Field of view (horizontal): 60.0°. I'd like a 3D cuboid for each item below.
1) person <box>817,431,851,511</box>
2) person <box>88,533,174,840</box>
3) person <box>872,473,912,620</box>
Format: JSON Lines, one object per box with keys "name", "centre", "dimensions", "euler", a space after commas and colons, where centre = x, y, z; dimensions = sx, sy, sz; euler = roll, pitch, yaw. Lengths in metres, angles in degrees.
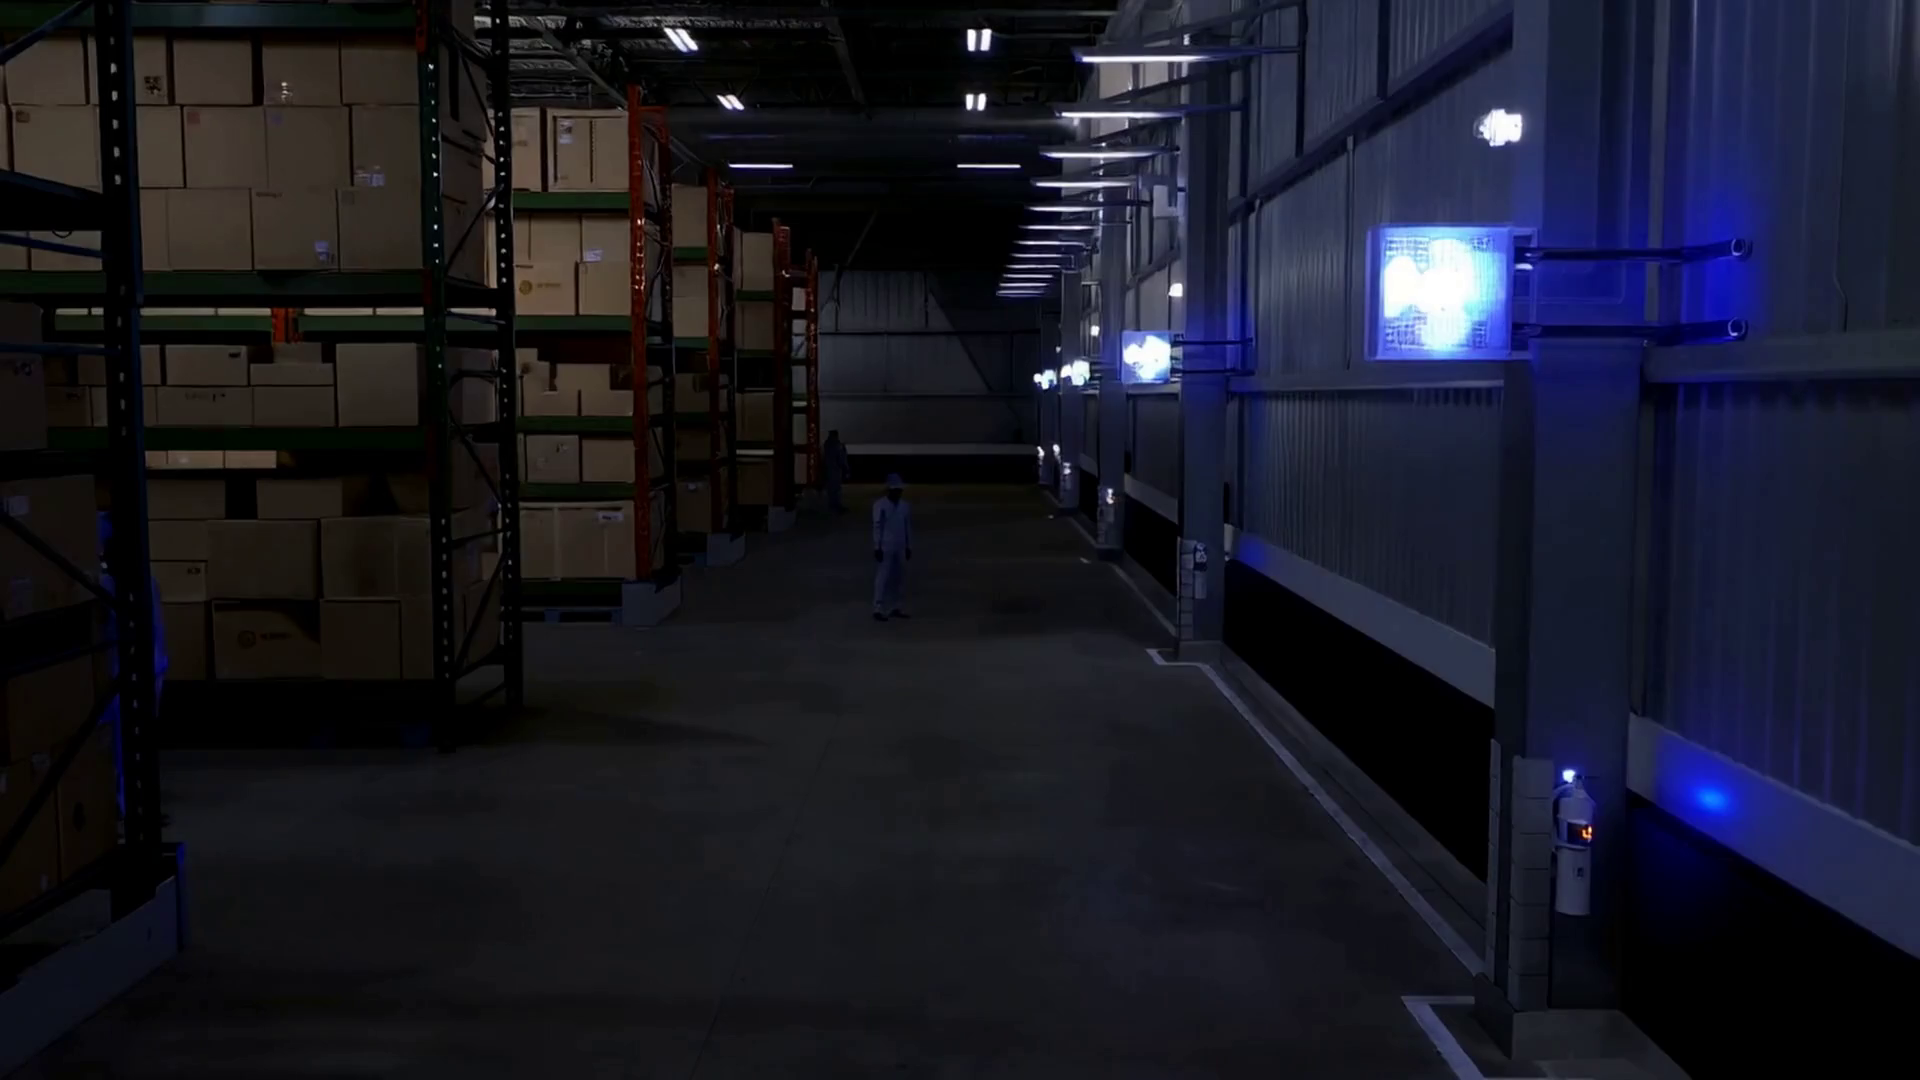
{"name": "person", "centre": [-2.914, -1.602, 38.518], "dimensions": [0.746, 1.845, 0.982], "euler": [1, 5, 7]}
{"name": "person", "centre": [-4.977, 0.851, 9.977], "dimensions": [0.429, 1.841, 0.634], "euler": [1, 5, 9]}
{"name": "person", "centre": [-0.780, 0.075, 19.597], "dimensions": [0.566, 1.742, 0.351], "euler": [-5, 7, -44]}
